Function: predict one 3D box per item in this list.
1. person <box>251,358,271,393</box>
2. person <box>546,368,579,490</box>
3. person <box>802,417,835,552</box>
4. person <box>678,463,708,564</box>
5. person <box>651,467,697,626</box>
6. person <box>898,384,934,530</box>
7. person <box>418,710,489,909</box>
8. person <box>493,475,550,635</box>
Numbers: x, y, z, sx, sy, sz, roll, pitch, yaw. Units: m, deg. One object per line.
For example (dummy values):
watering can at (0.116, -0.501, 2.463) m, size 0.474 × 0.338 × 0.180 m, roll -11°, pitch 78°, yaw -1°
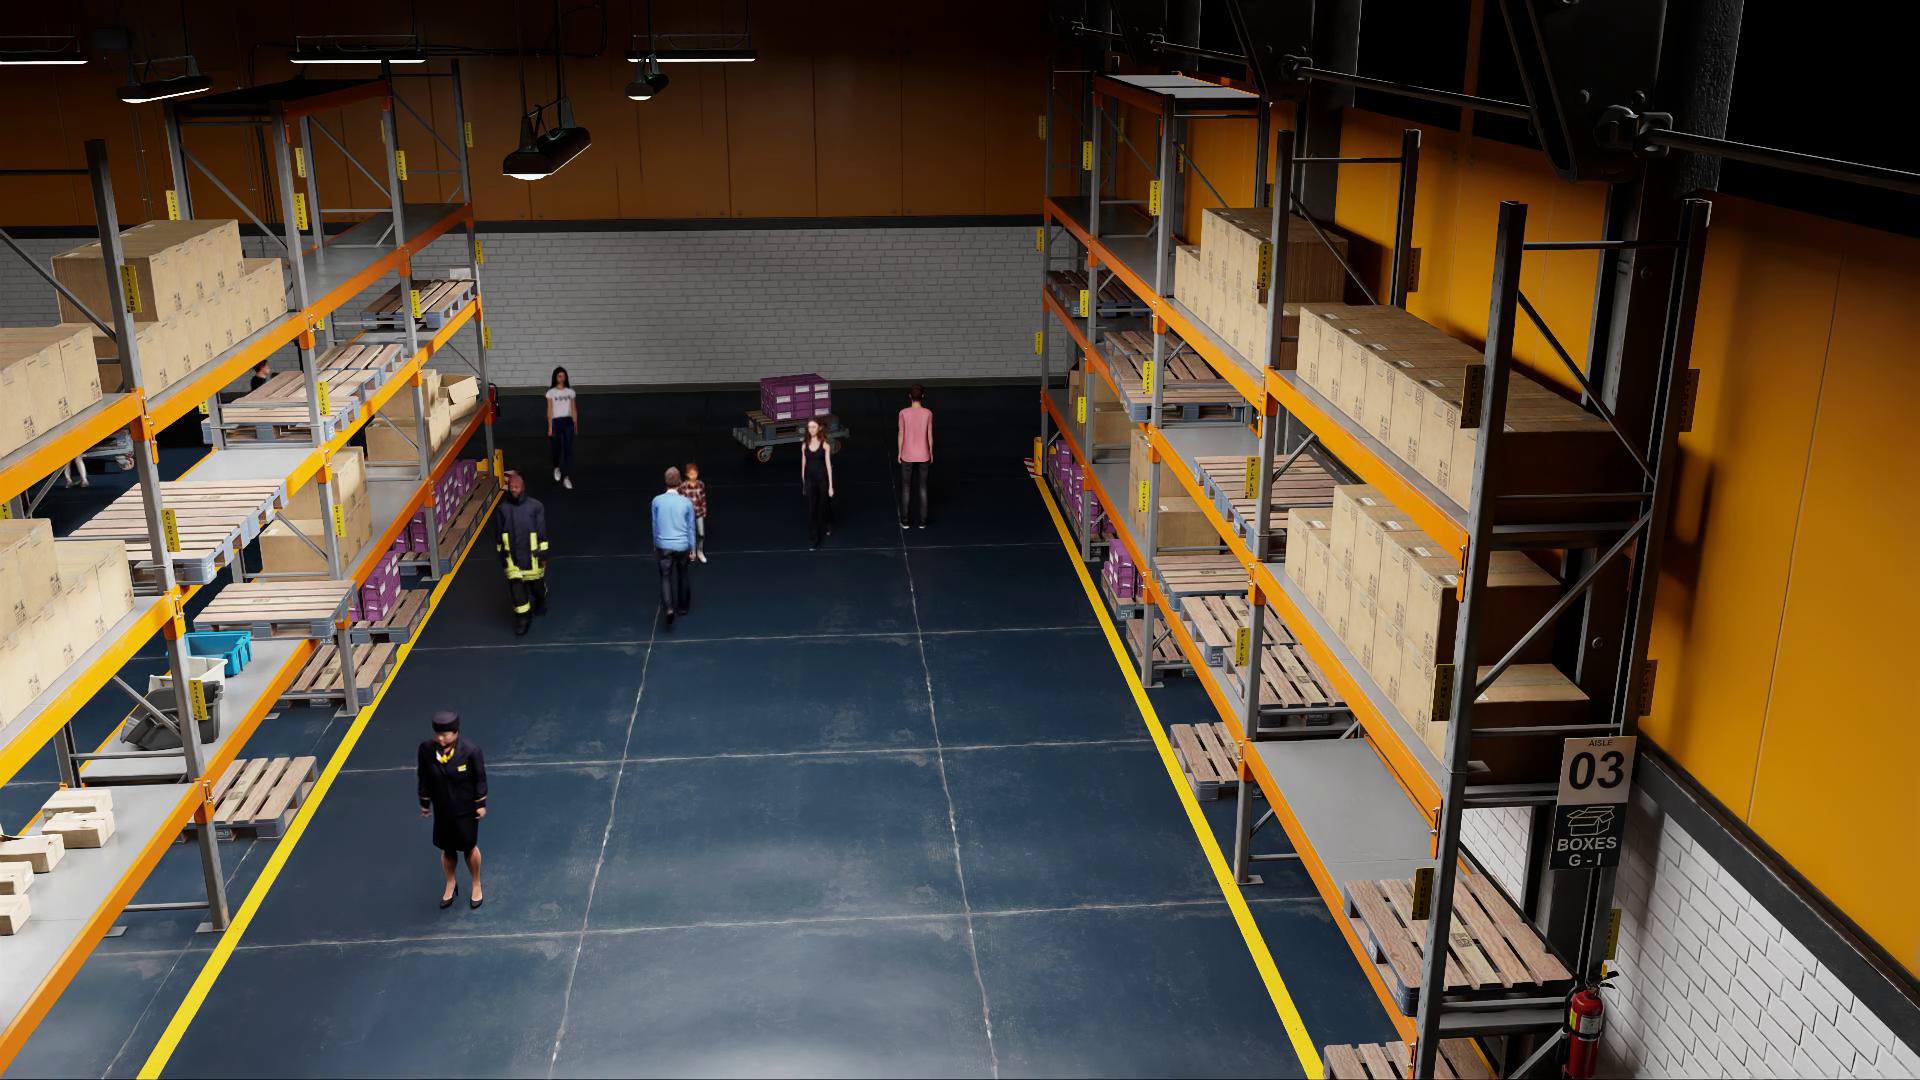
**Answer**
person at (-10.196, -1.721, 24.202) m, size 1.236 × 1.815 × 1.247 m, roll -17°, pitch 25°, yaw -40°
person at (-5.773, -1.627, 24.005) m, size 0.747 × 1.764 × 0.829 m, roll -9°, pitch 21°, yaw -26°
person at (-1.805, -0.753, 21.477) m, size 0.771 × 1.721 × 1.122 m, roll 3°, pitch 19°, yaw 10°
person at (-3.395, -0.365, 20.992) m, size 0.610 × 1.294 × 0.637 m, roll -7°, pitch 20°, yaw -19°
person at (-3.270, 0.086, 18.877) m, size 0.662 × 1.790 × 1.101 m, roll -2°, pitch 19°, yaw -6°
person at (-0.597, -1.113, 22.175) m, size 0.628 × 1.958 × 0.560 m, roll -2°, pitch 19°, yaw -7°
person at (-3.968, 2.102, 13.085) m, size 0.726 × 1.666 × 0.669 m, roll 1°, pitch 19°, yaw 4°
person at (-4.924, 0.117, 18.765) m, size 0.724 × 1.802 × 1.037 m, roll -2°, pitch 19°, yaw -5°
